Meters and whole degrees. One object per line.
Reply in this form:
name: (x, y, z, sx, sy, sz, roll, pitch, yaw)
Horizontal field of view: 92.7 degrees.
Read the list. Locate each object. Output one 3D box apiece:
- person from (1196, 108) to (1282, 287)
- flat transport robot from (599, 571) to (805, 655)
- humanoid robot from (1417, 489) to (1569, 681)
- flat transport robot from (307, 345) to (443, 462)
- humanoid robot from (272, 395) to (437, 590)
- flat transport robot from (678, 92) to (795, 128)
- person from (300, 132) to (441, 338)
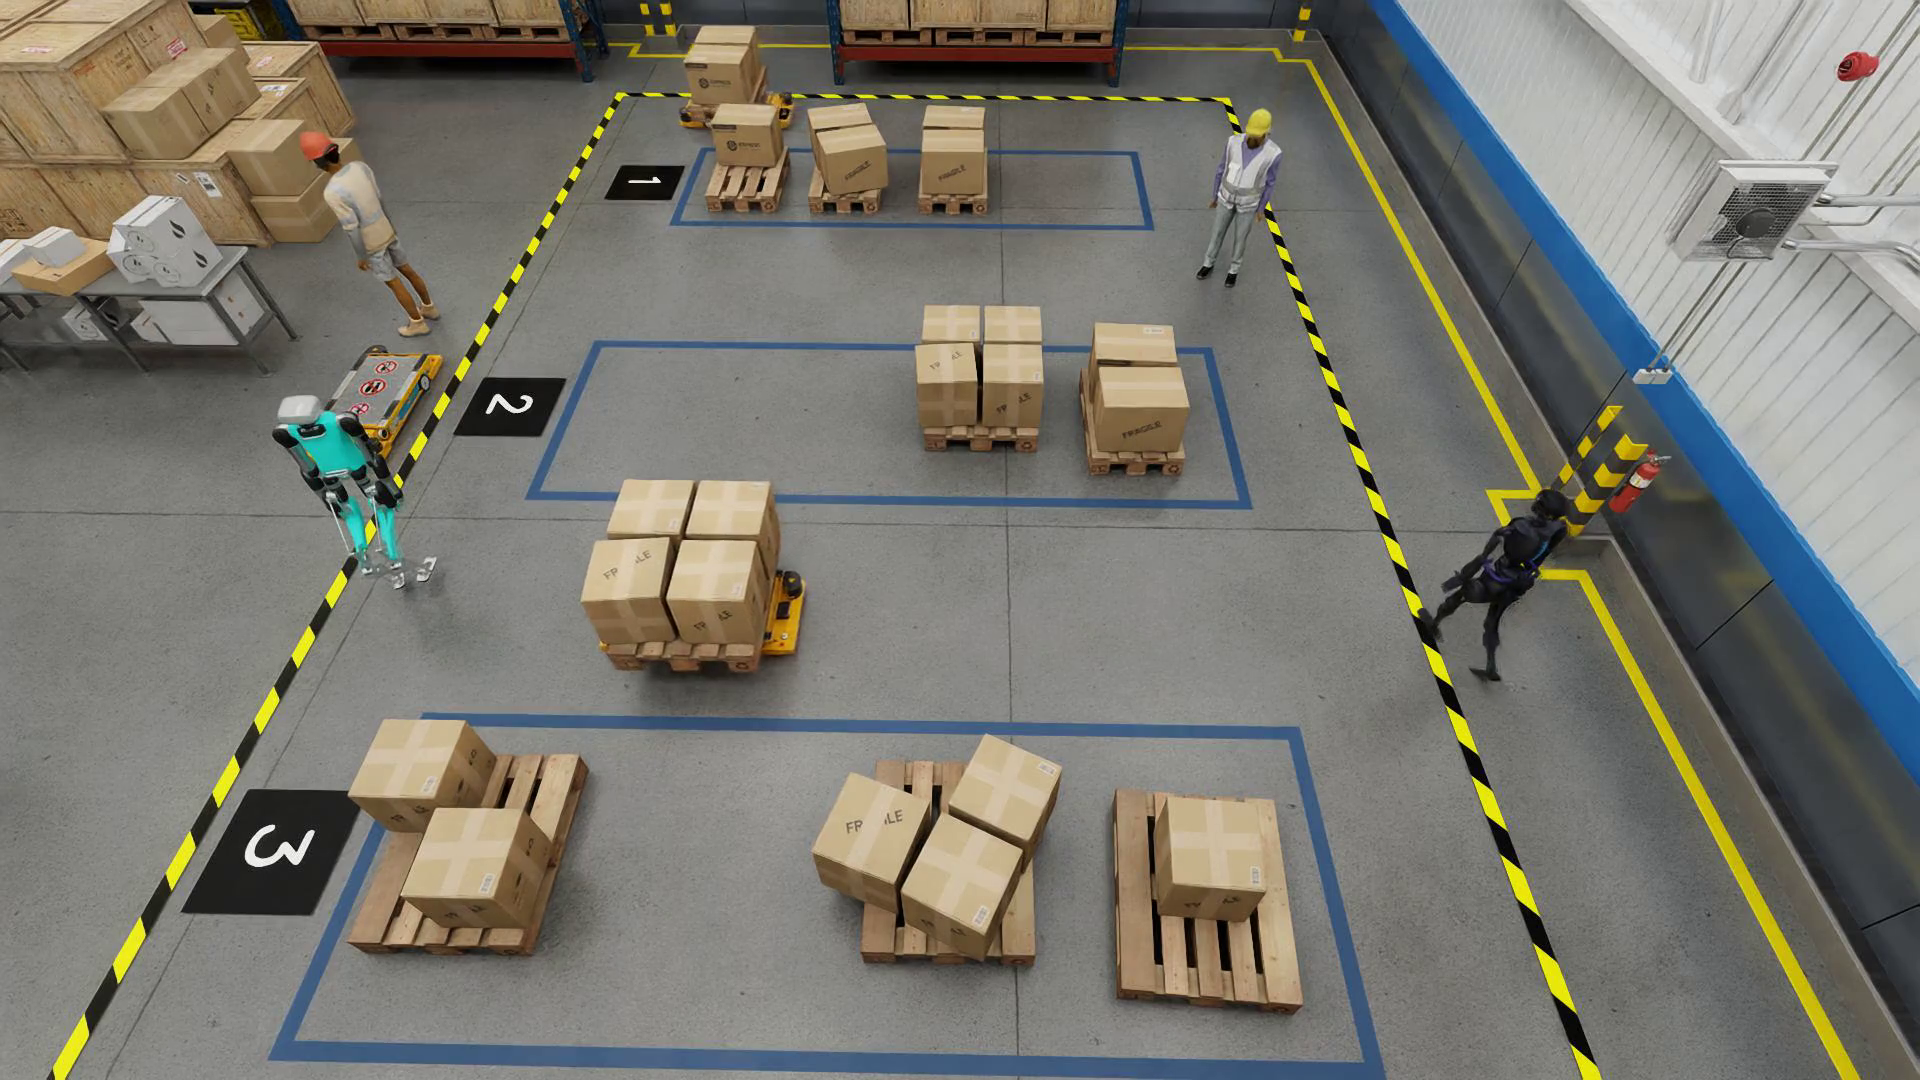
person: (2.812, -3.433, 9.246, 0.585, 1.834, 0.404, 24, 54, 19)
flat transport robot: (-1.928, 0.530, 6.901, 1.431, 0.197, 0.652, 1, 50, 1)
humanoid robot: (3.673, 0.299, 6.219, 0.589, 1.643, 0.729, -8, 50, -6)
flat transport robot: (-5.383, -1.269, 8.441, 0.659, 0.231, 1.431, 1, 50, 1)
humanoid robot: (-4.277, -0.199, 6.485, 0.533, 1.677, 0.735, -11, 51, -9)
flat transport robot: (-2.972, -5.745, 12.210, 1.431, 0.197, 0.652, 1, 50, 1)
person: (-5.520, -2.828, 8.606, 0.388, 2.034, 0.605, 4, 50, 4)
